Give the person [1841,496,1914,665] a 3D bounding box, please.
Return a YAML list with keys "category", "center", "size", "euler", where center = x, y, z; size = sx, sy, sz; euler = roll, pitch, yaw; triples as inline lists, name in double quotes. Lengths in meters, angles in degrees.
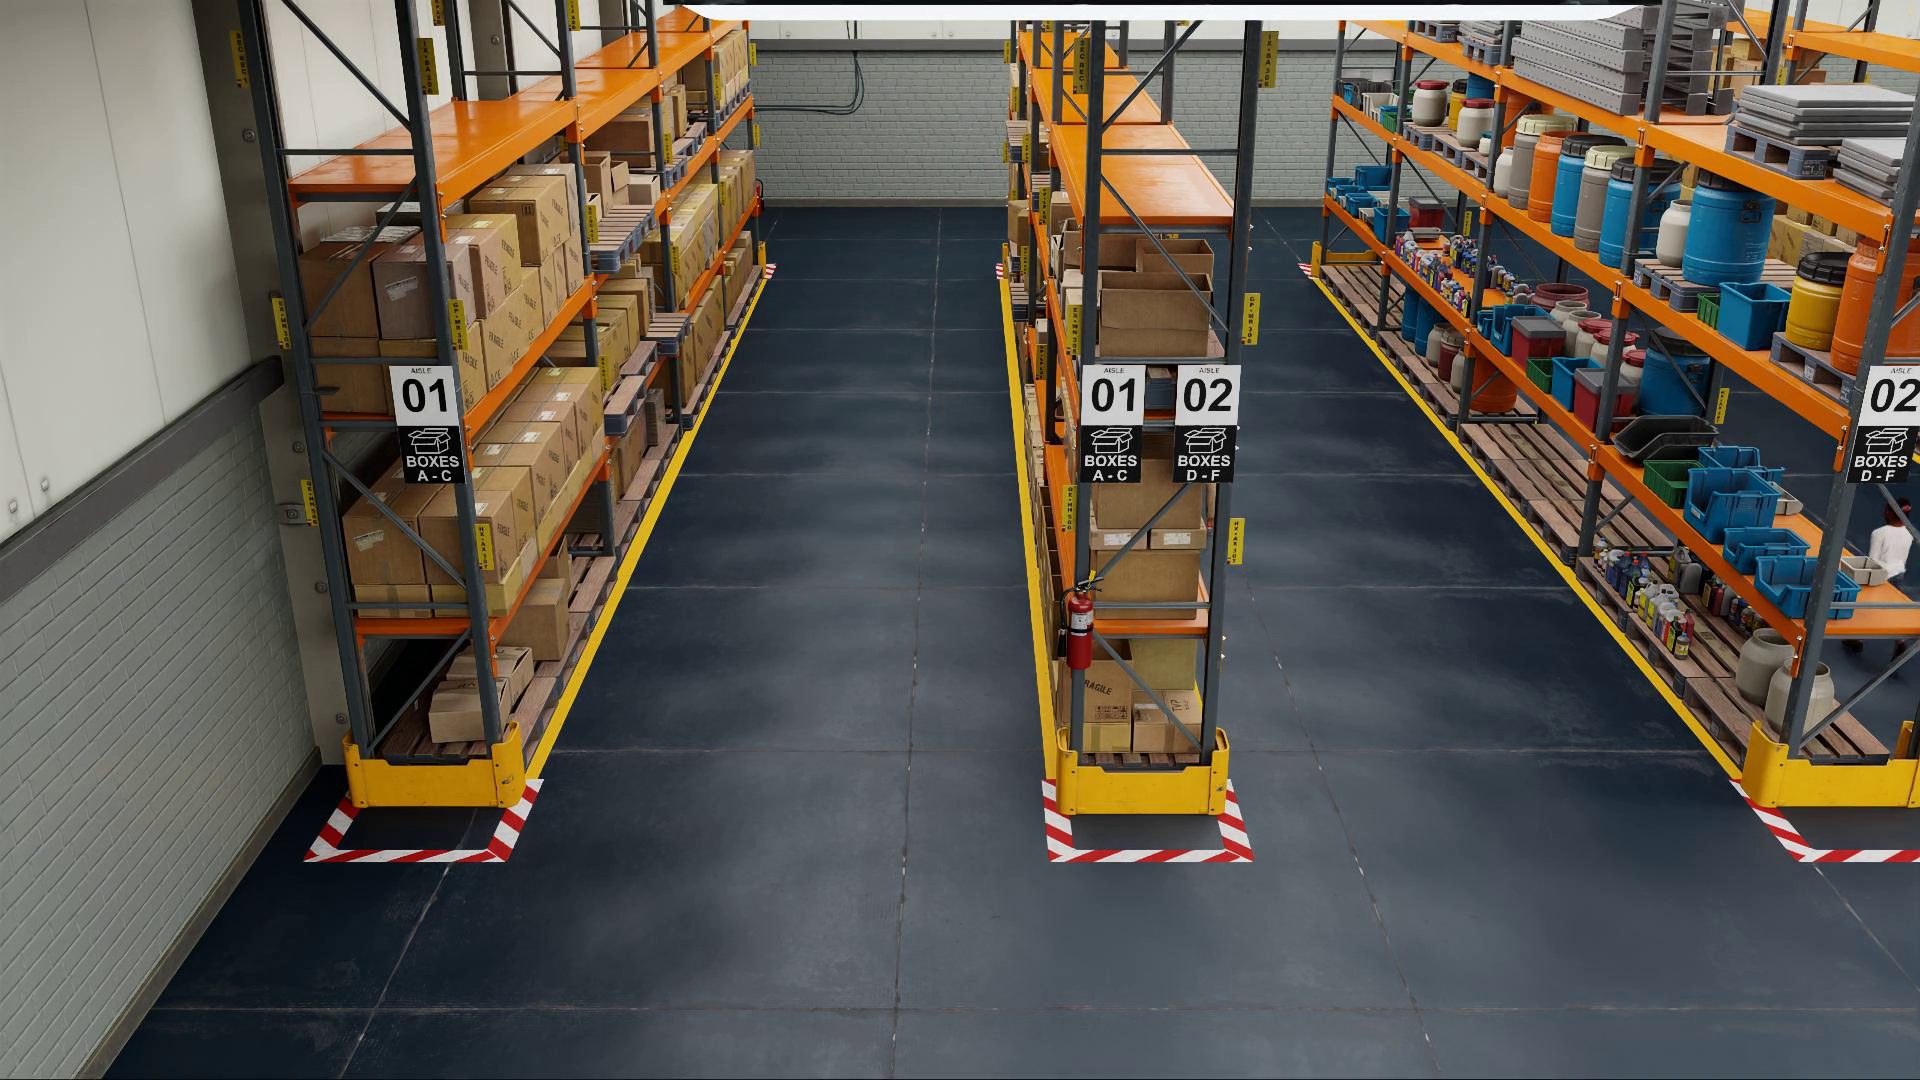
- category: "person"
  center: [7.546, 0.330, 13.486]
  size: [0.578, 1.439, 0.925]
  euler: [-2, 22, -5]
